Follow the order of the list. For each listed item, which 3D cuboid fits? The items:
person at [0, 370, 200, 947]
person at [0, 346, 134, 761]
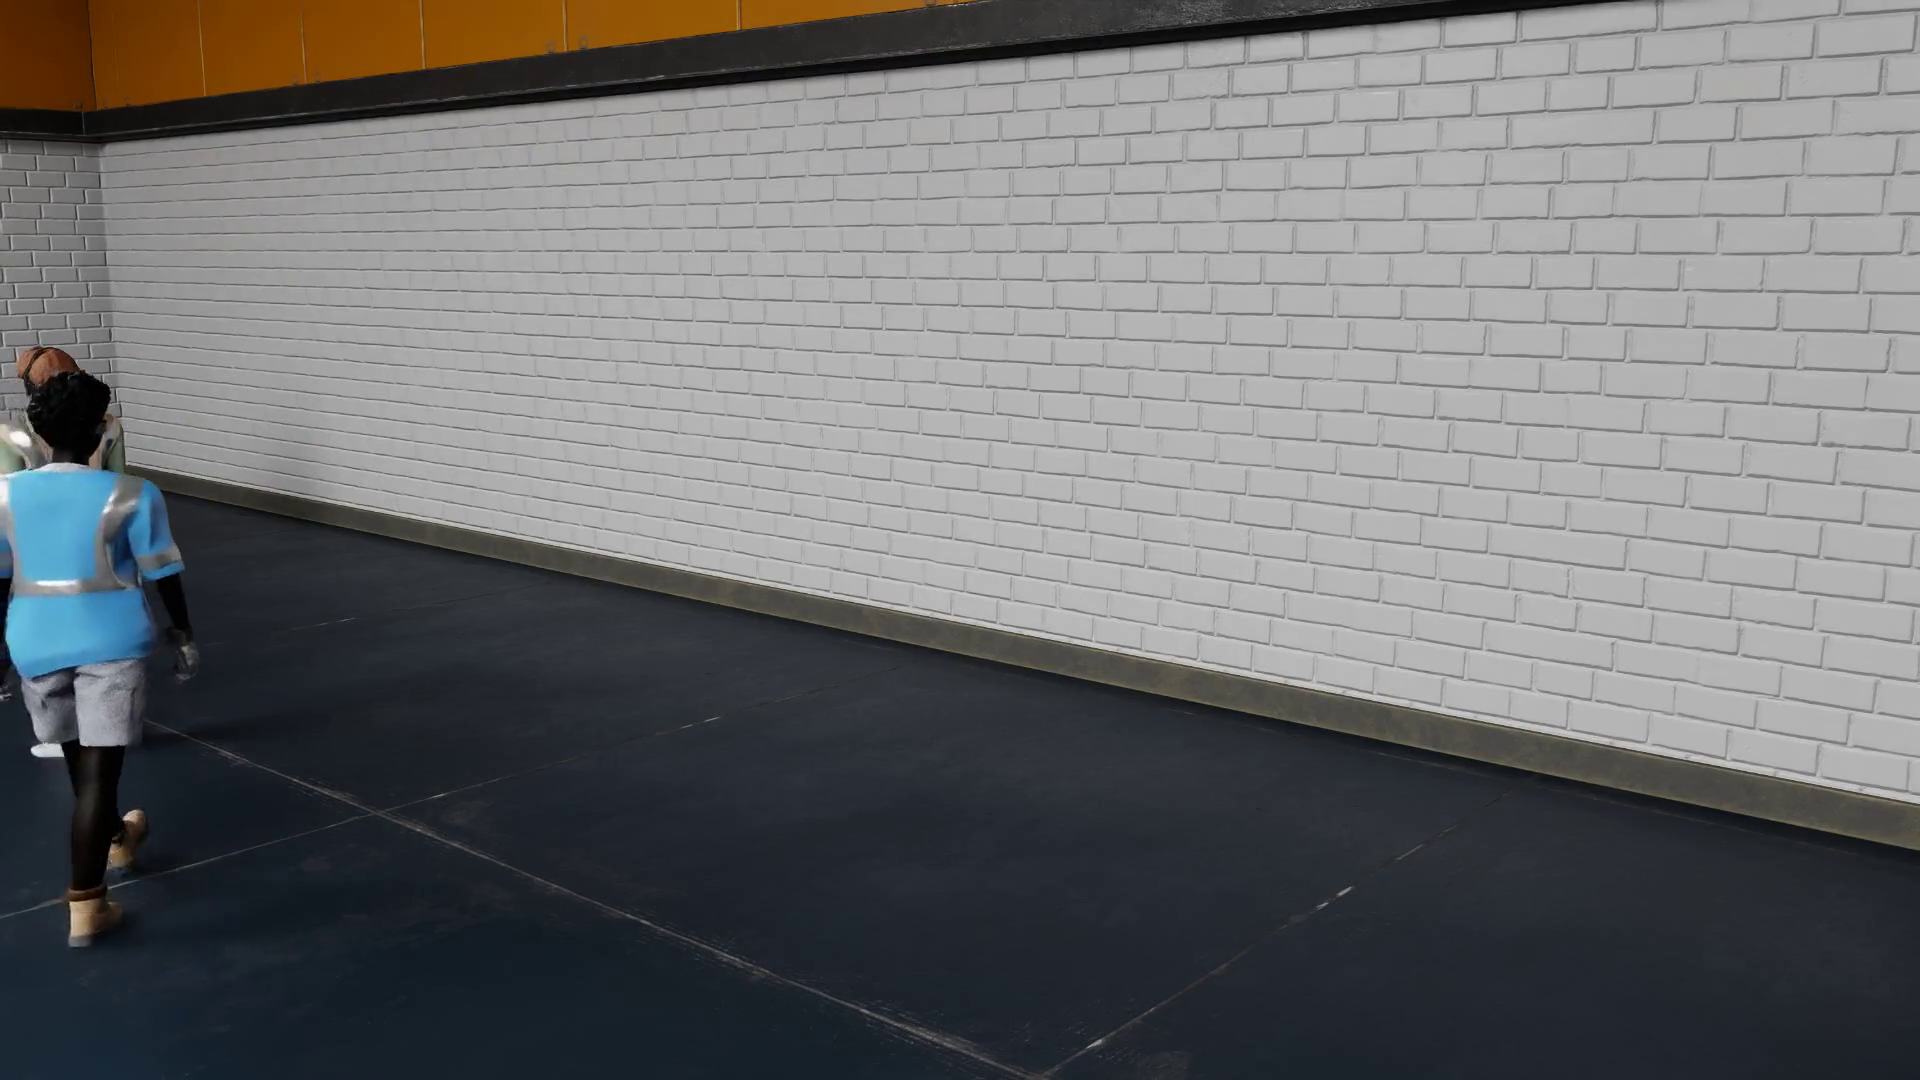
[{"bbox_3d":[-2.602,0.316,5.050,0.554,1.650,0.847,-1,10,-4],"label":"person"},{"bbox_3d":[-3.534,0.054,6.603,0.308,1.645,0.514,7,12,35],"label":"person"}]
